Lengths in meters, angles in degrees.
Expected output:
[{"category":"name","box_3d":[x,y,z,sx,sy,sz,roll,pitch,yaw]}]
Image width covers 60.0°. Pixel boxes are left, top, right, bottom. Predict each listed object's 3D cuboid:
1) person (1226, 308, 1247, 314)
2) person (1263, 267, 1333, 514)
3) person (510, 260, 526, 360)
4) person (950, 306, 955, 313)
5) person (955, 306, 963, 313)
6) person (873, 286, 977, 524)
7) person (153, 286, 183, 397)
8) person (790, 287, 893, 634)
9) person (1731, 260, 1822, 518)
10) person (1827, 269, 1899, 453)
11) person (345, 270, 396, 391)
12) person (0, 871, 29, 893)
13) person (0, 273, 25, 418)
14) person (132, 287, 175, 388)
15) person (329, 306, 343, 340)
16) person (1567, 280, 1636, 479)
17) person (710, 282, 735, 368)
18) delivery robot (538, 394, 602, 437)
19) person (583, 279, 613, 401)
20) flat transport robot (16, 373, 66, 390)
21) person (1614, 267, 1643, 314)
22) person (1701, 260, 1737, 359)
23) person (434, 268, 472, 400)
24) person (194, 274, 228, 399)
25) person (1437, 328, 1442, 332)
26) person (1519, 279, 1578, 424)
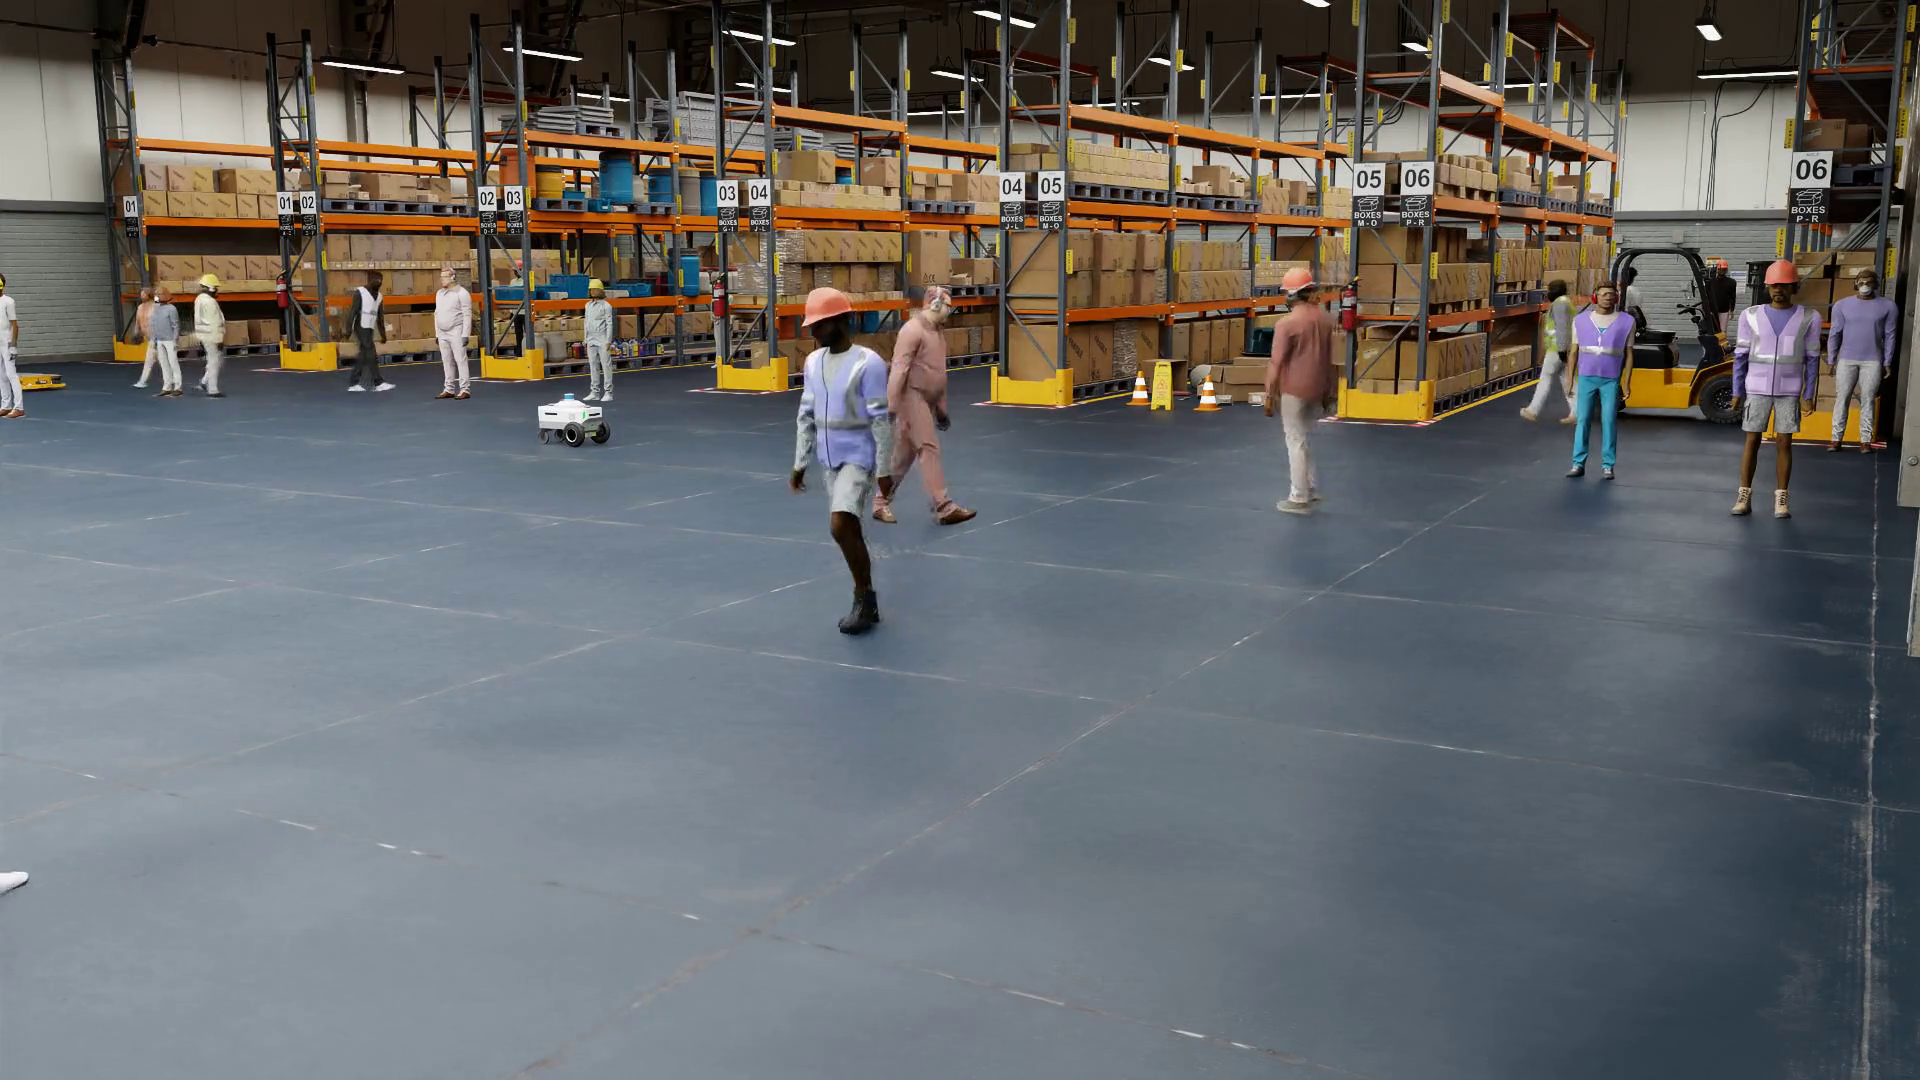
[{"category":"person","box_3d":[6.026,-4.925,36.168,0.536,1.660,0.470,5,11,26]},{"category":"person","box_3d":[2.705,-1.198,13.427,0.651,1.978,0.474,-8,12,-38]},{"category":"person","box_3d":[-8.566,-4.461,32.487,0.622,1.993,0.382,5,11,28]},{"category":"person","box_3d":[-0.318,-6.487,44.517,0.635,1.938,0.360,5,11,28]},{"category":"person","box_3d":[0.122,-6.342,43.369,0.725,2.000,0.536,0,10,0]},{"category":"person","box_3d":[-0.313,-1.033,12.894,0.846,1.842,0.676,2,10,10]},{"category":"person","box_3d":[-11.734,-2.929,24.574,0.507,1.632,0.275,5,11,28]},{"category":"person","box_3d":[-0.652,-0.431,9.174,0.555,1.899,0.593,9,13,41]},{"category":"person","box_3d":[6.460,-1.191,13.205,0.614,2.042,0.373,5,11,28]},{"category":"person","box_3d":[9.497,-1.882,17.554,0.635,1.939,0.360,5,11,28]},{"category":"person","box_3d":[-9.050,-3.207,25.543,0.864,1.855,0.684,2,10,9]},{"category":"person","box_3d":[-3.373,0.247,5.169,0.616,1.913,0.592,-9,13,-43]},{"category":"person","box_3d":[-12.298,-2.494,21.344,0.531,1.870,0.316,5,11,28]},{"category":"person","box_3d":[-12.821,-3.221,26.423,0.521,1.586,0.890,6,11,30]},{"category":"person","box_3d":[-12.744,-4.664,33.666,0.615,2.006,1.030,6,11,32]},{"category":"person","box_3d":[5.984,-1.492,15.548,0.578,1.845,0.375,5,11,28]},{"category":"person","box_3d":[-4.385,-3.978,30.686,0.522,1.645,0.305,5,11,28]},{"category":"delivery robot","box_3d":[-4.297,-1.367,18.315,0.707,0.478,0.477,5,11,28]},{"category":"person","box_3d":[-5.199,-2.860,23.847,0.492,1.746,0.284,5,11,28]},{"category":"flat transport robot","box_3d":[-14.712,-2.482,25.947,1.431,0.197,0.652,5,11,28]},{"category":"person","box_3d":[9.826,-3.065,24.536,0.765,1.922,0.443,-9,13,-43]},{"category":"person","box_3d":[15.282,-4.638,33.519,0.622,1.996,0.368,5,11,28]},{"category":"person","box_3d":[-7.389,-2.992,24.149,0.651,1.907,0.409,5,11,28]},{"category":"person","box_3d":[-10.844,-2.940,24.106,0.424,1.813,0.615,-8,12,-37]},{"category":"person","box_3d":[10.346,-5.070,36.585,0.980,1.820,0.513,7,12,37]},{"category":"person","box_3d":[7.417,-2.339,20.717,0.817,1.783,0.678,7,12,37]}]
